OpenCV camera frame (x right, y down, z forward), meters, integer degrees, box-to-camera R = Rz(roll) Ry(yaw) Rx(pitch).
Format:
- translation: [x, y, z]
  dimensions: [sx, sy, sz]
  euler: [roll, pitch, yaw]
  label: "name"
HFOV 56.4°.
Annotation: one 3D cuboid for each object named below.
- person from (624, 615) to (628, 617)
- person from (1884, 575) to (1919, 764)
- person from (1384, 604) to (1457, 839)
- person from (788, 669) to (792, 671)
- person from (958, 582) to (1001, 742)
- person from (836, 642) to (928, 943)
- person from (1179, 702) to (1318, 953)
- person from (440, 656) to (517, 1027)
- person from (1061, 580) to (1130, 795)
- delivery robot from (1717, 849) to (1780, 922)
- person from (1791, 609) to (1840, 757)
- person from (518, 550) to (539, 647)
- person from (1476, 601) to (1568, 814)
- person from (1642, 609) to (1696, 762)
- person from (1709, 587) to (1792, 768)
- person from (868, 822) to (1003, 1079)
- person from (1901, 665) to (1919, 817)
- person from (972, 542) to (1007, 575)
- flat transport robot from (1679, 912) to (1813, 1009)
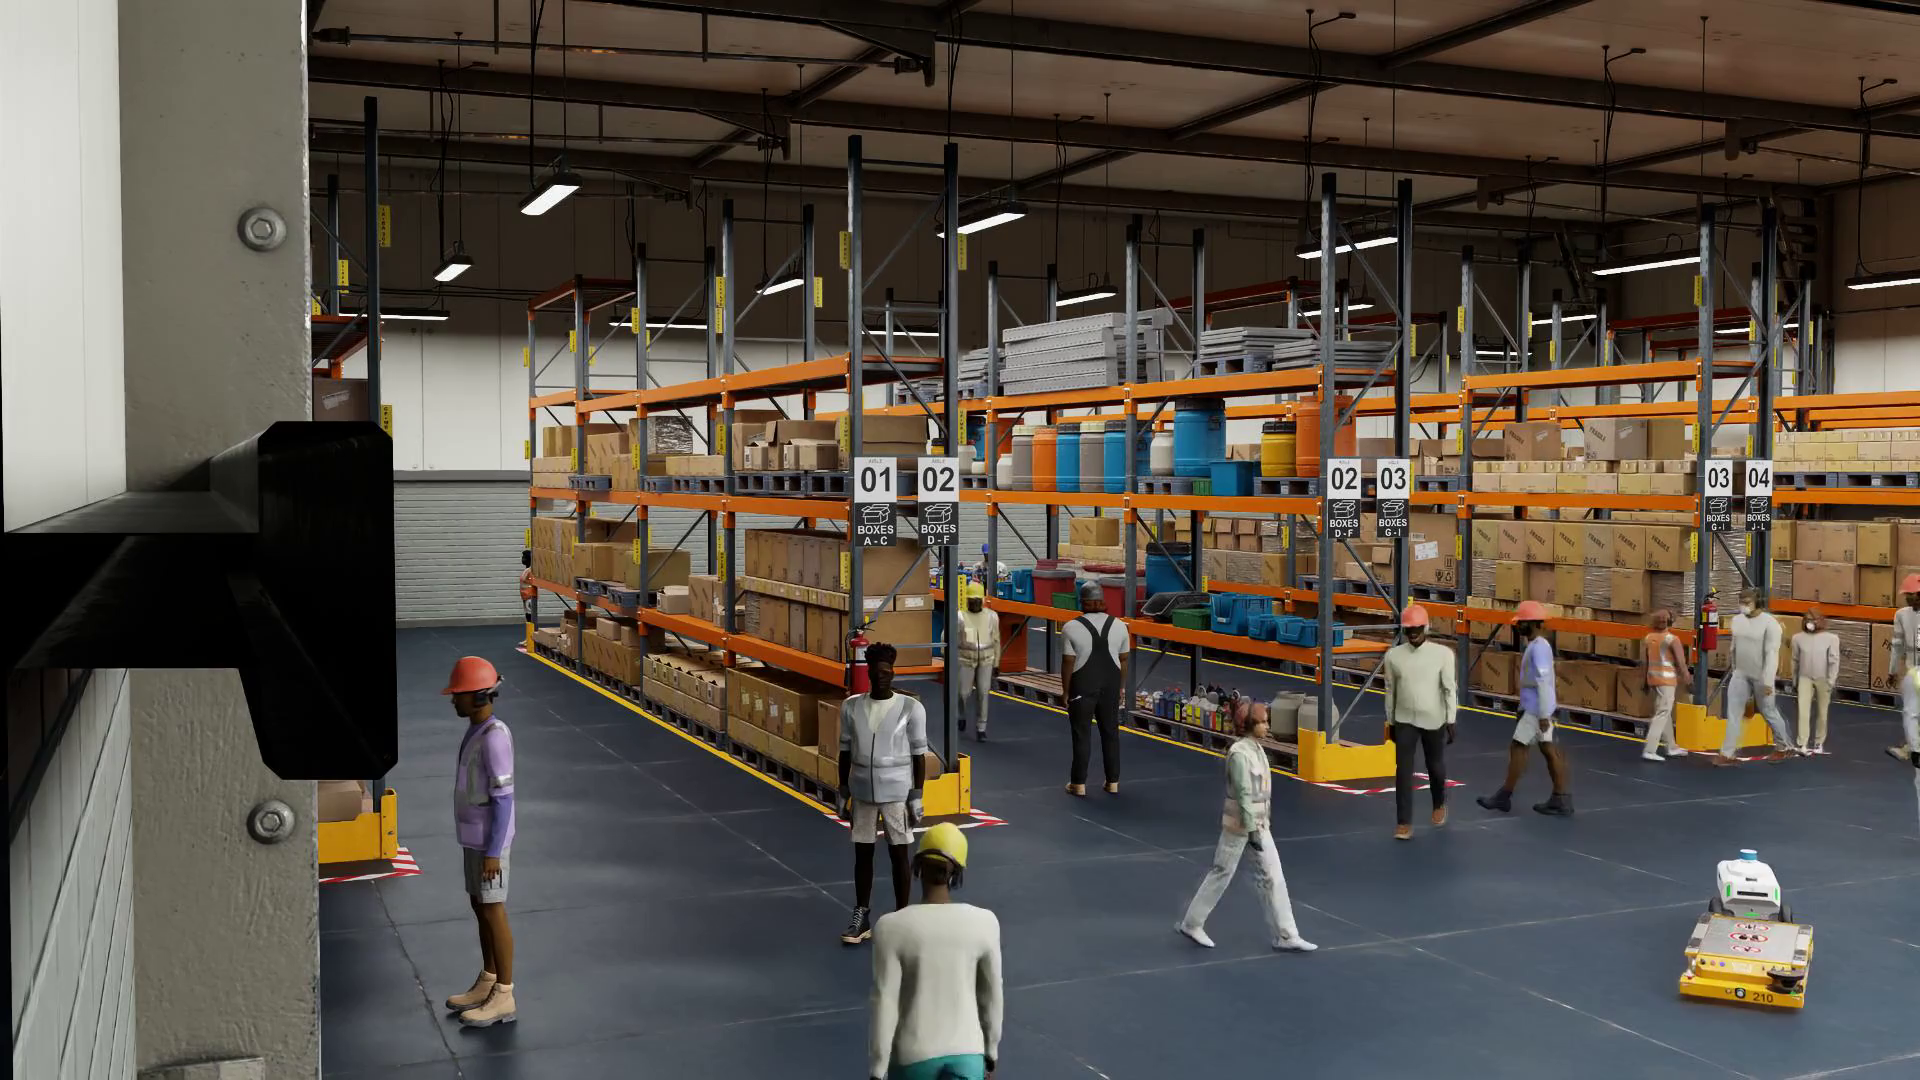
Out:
- translation: [-5.706, 0.898, 31.453]
  dimensions: [0.369, 1.938, 0.630]
  euler: [0, 2, 11]
  label: "person"
- translation: [10.097, 1.358, 18.865]
  dimensions: [1.058, 1.979, 0.620]
  euler: [-1, 2, -23]
  label: "person"
- translation: [3.927, 1.511, 15.243]
  dimensions: [0.615, 1.963, 0.922]
  euler: [1, 2, 23]
  label: "person"
- translation: [-2.171, 1.219, 24.238]
  dimensions: [0.563, 1.847, 0.389]
  euler: [0, 2, -12]
  label: "person"
- translation: [0.173, 1.379, 20.481]
  dimensions: [0.597, 1.819, 0.467]
  euler: [0, 2, -10]
  label: "person"
- translation: [-0.520, 1.642, 11.663]
  dimensions: [0.613, 1.965, 0.361]
  euler: [1, 2, 16]
  label: "person"
- translation: [1.816, 1.834, 11.491]
  dimensions: [0.868, 1.596, 0.514]
  euler: [1, 3, 31]
  label: "person"
- translation: [-2.700, 1.668, 10.033]
  dimensions: [0.391, 2.039, 0.615]
  euler: [-1, 2, -27]
  label: "person"
- translation: [1.251, 1.417, 17.134]
  dimensions: [0.679, 2.000, 0.537]
  euler: [-1, 2, -16]
  label: "person"
- translation: [5.235, 2.303, 11.901]
  dimensions: [0.477, 0.478, 0.707]
  euler: [1, 2, 19]
  label: "delivery robot"
- translation: [9.184, 1.535, 19.262]
  dimensions: [0.504, 1.587, 0.829]
  euler: [1, 3, 33]
  label: "person"
- translation: [-7.533, 1.022, 31.310]
  dimensions: [0.319, 1.697, 0.533]
  euler: [-1, 2, -28]
  label: "person"
- translation: [5.057, 1.502, 16.131]
  dimensions: [0.904, 1.896, 0.564]
  euler: [1, 2, 18]
  label: "person"
- translation: [7.493, 1.537, 18.999]
  dimensions: [0.677, 1.609, 0.529]
  euler: [-1, 2, -14]
  label: "person"
- translation: [8.294, 1.422, 18.653]
  dimensions: [1.053, 1.884, 0.632]
  euler: [-1, 2, -27]
  label: "person"
- translation: [-0.108, 1.951, 6.861]
  dimensions: [0.574, 1.702, 0.893]
  euler: [-1, 2, -14]
  label: "person"
- translation: [7.717, 1.637, 13.988]
  dimensions: [0.631, 1.798, 0.909]
  euler: [1, 2, 17]
  label: "person"
- translation: [0.462, 0.990, 29.131]
  dimensions: [0.629, 1.929, 0.474]
  euler: [0, 2, 5]
  label: "person"
- translation: [4.797, 2.528, 10.886]
  dimensions: [0.652, 0.197, 1.431]
  euler: [1, 3, 28]
  label: "flat transport robot"
